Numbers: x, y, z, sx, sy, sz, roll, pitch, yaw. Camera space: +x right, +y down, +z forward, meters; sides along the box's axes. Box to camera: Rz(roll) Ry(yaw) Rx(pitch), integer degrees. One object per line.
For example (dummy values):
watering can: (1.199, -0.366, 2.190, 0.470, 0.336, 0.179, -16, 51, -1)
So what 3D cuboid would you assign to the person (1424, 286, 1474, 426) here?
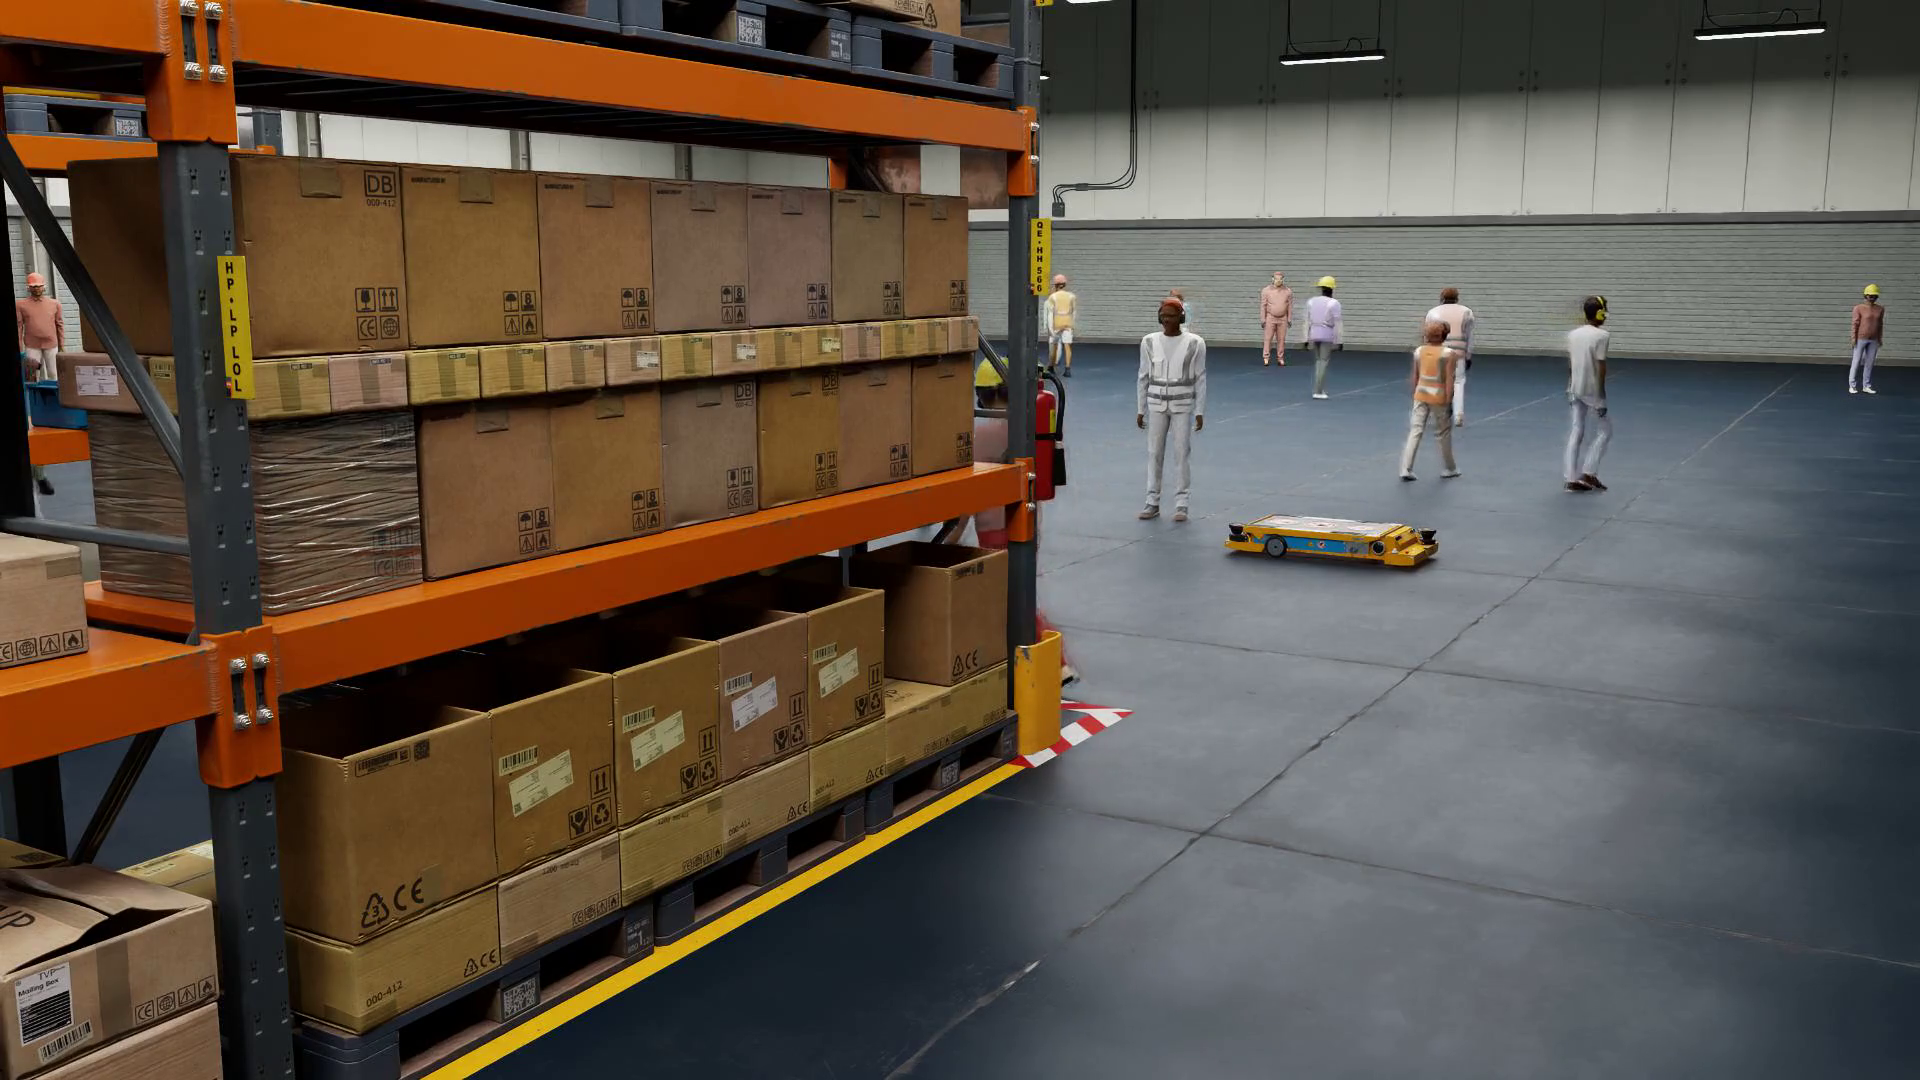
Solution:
person: (6.400, -2.405, 21.807, 0.633, 1.840, 0.429, 1, 10, 6)

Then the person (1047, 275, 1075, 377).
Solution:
person: (1.871, -3.973, 30.892, 0.558, 1.877, 1.044, -2, 10, -12)

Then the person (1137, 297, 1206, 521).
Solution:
person: (1.777, -1.101, 14.043, 0.585, 1.882, 0.337, 4, 10, 20)

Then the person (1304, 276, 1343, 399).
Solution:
person: (5.732, -3.161, 26.013, 0.646, 1.906, 0.614, -9, 13, -43)

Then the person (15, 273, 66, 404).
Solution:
person: (-12.832, -2.726, 23.229, 0.622, 1.993, 0.384, -7, 12, -35)

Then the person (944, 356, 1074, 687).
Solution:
person: (0.229, -0.077, 8.510, 0.870, 1.727, 0.521, 5, 11, 28)

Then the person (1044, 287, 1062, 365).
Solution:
person: (1.974, -4.406, 34.222, 0.510, 1.599, 0.794, 0, 10, 0)

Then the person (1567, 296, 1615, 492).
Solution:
person: (5.975, -1.367, 15.694, 0.521, 1.849, 0.562, -4, 10, -22)

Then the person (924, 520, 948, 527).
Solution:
person: (-0.178, -0.908, 13.648, 0.502, 1.632, 0.277, 6, 11, 32)

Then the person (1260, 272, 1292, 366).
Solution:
person: (6.420, -4.472, 33.723, 0.651, 1.904, 0.402, -1, 10, -4)

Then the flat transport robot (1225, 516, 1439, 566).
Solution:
flat transport robot: (2.767, -0.015, 12.398, 1.431, 0.197, 0.652, 6, 11, 30)

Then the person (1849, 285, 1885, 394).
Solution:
person: (14.732, -3.254, 26.994, 0.535, 1.767, 0.315, -1, 10, -5)

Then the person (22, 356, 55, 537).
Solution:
person: (-6.134, -0.410, 10.835, 0.756, 1.593, 0.530, -7, 12, -35)

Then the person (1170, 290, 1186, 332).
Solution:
person: (4.118, -3.936, 31.469, 0.852, 1.600, 0.511, -6, 11, -31)

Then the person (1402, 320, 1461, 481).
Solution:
person: (4.704, -1.386, 16.561, 0.847, 1.595, 0.529, -8, 13, -40)
